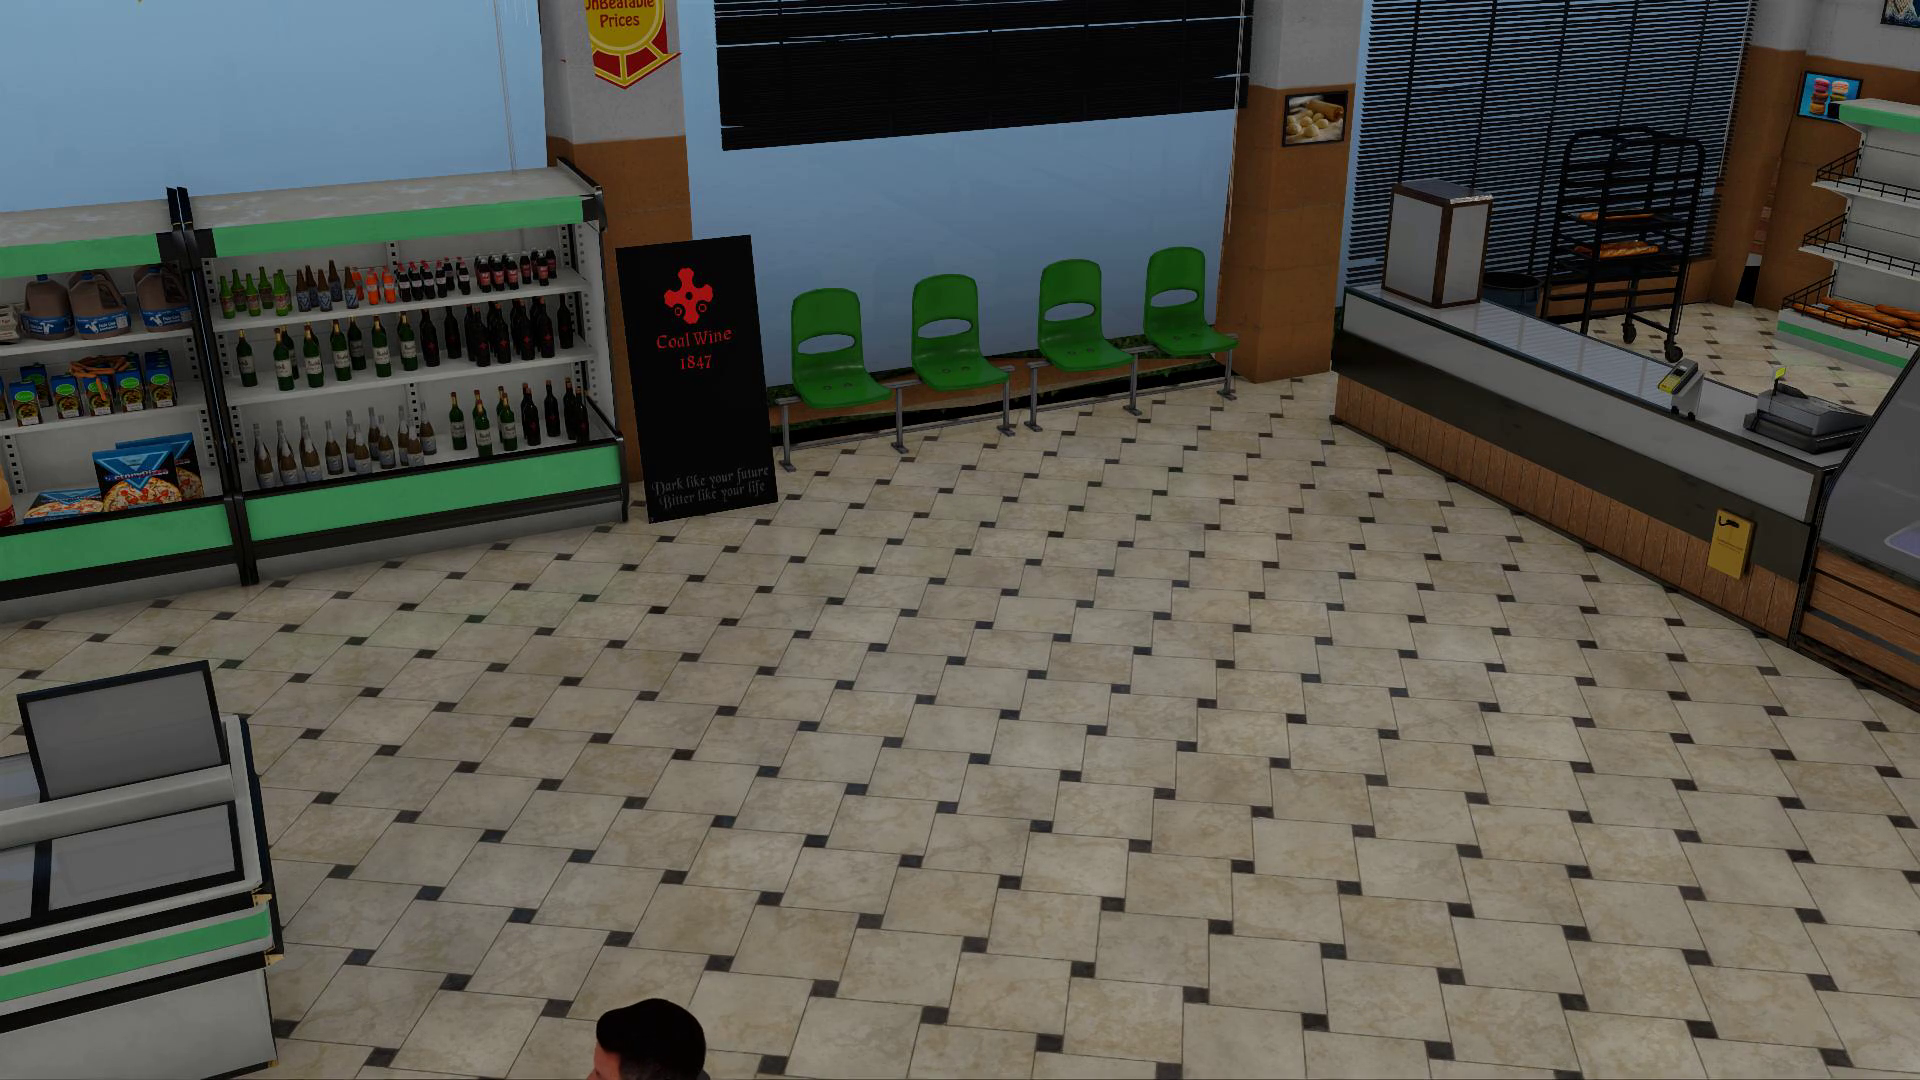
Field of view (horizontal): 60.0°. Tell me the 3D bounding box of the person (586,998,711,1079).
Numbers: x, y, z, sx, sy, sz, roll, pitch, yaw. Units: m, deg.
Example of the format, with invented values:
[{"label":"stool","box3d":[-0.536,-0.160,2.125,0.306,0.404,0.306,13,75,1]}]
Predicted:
[{"label":"person","box3d":[-0.598,1.787,3.706,0.581,1.871,0.691,-9,25,-20]}]
